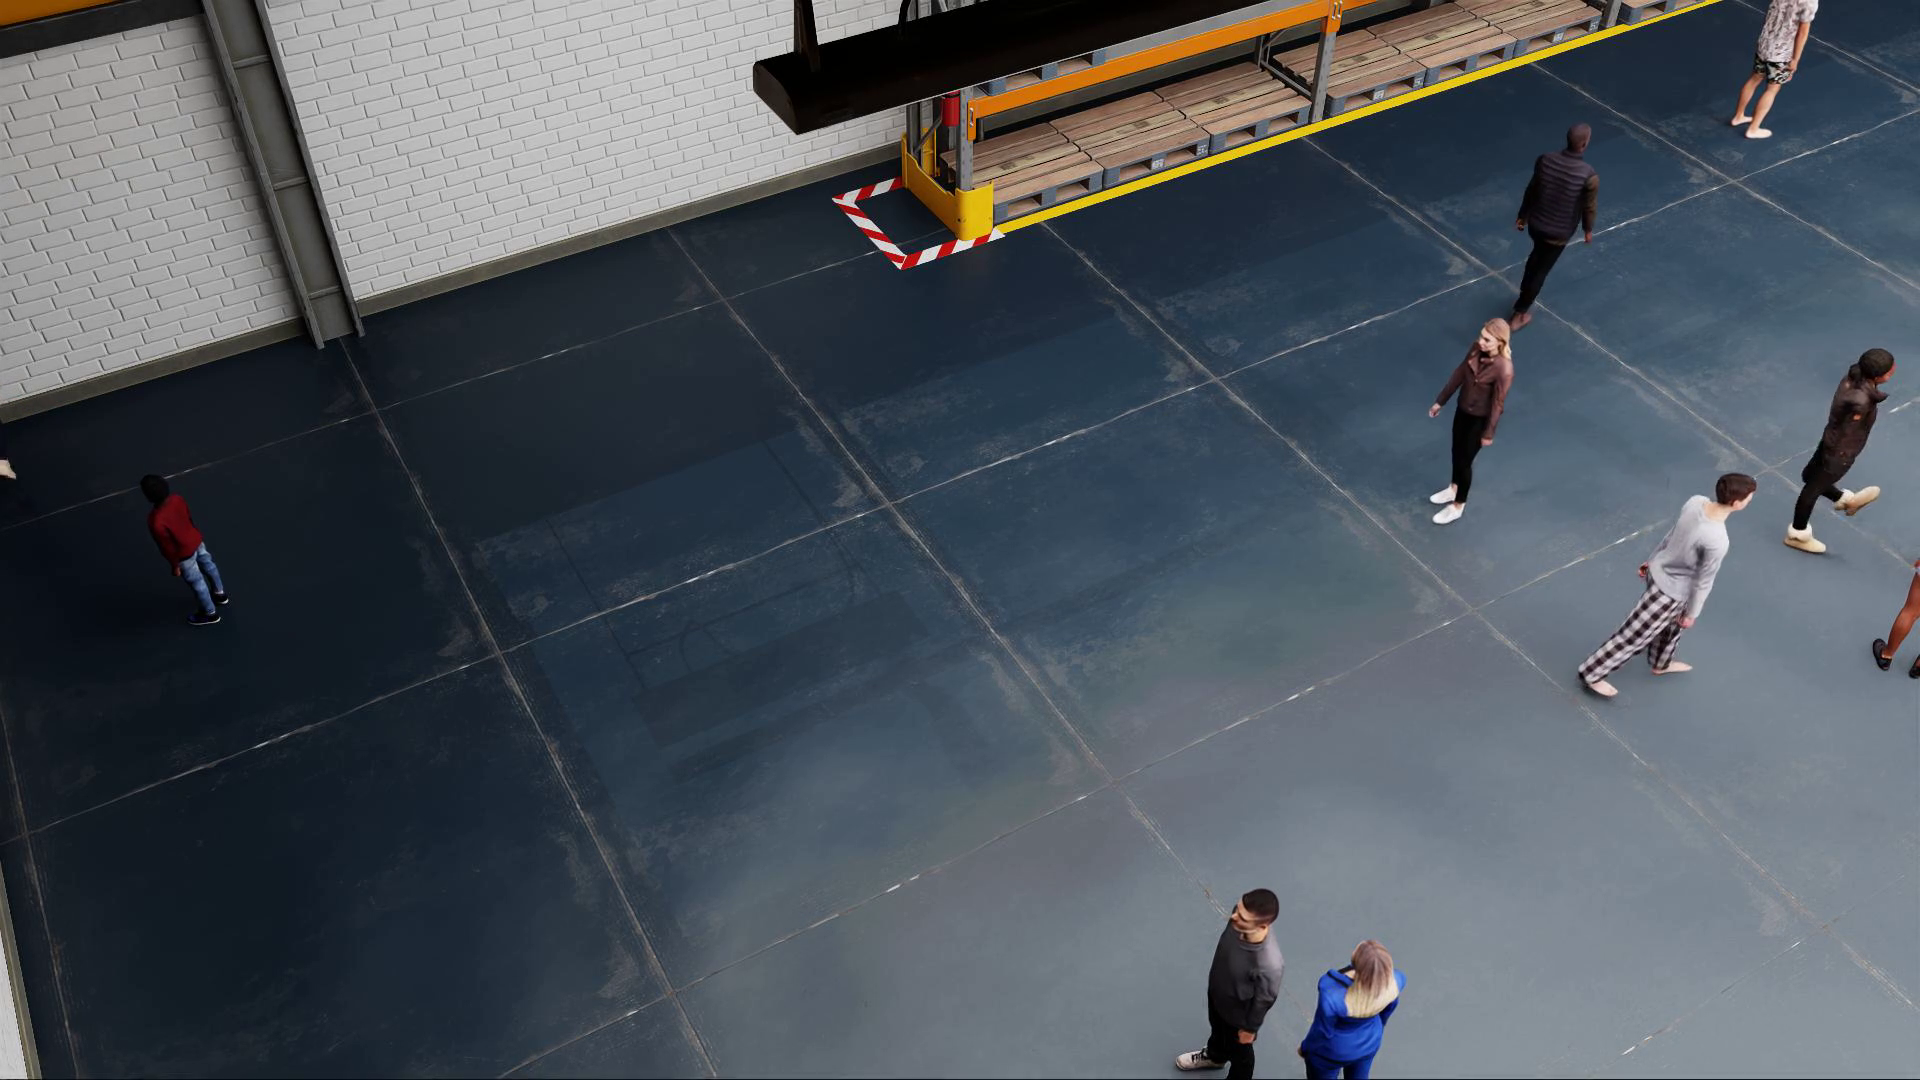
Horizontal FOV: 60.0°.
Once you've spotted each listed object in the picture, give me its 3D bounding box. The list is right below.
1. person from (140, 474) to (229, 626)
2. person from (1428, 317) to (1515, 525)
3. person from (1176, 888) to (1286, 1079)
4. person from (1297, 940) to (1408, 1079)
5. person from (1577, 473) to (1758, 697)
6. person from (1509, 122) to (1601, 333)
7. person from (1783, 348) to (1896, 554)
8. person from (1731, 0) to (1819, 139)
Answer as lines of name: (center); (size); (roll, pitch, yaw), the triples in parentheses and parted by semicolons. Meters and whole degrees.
person: (-5.183, 0.041, 11.123); (0.631, 1.253, 0.588); (5, 44, 5)
person: (3.675, -0.896, 11.785); (0.675, 1.696, 0.681); (-12, 45, -12)
person: (1.402, 2.299, 8.385); (0.615, 1.761, 0.665); (-12, 45, -12)
person: (1.912, 2.492, 8.226); (0.537, 1.700, 0.713); (-14, 45, -14)
person: (4.394, 0.297, 10.460); (1.144, 1.798, 0.993); (3, 44, 3)
person: (4.682, -2.470, 13.350); (0.813, 1.818, 0.769); (-28, 50, -26)
person: (6.192, -0.607, 11.508); (0.901, 1.659, 0.855); (5, 44, 5)
person: (7.702, -4.667, 15.660); (0.626, 1.812, 0.702); (-15, 46, -15)
